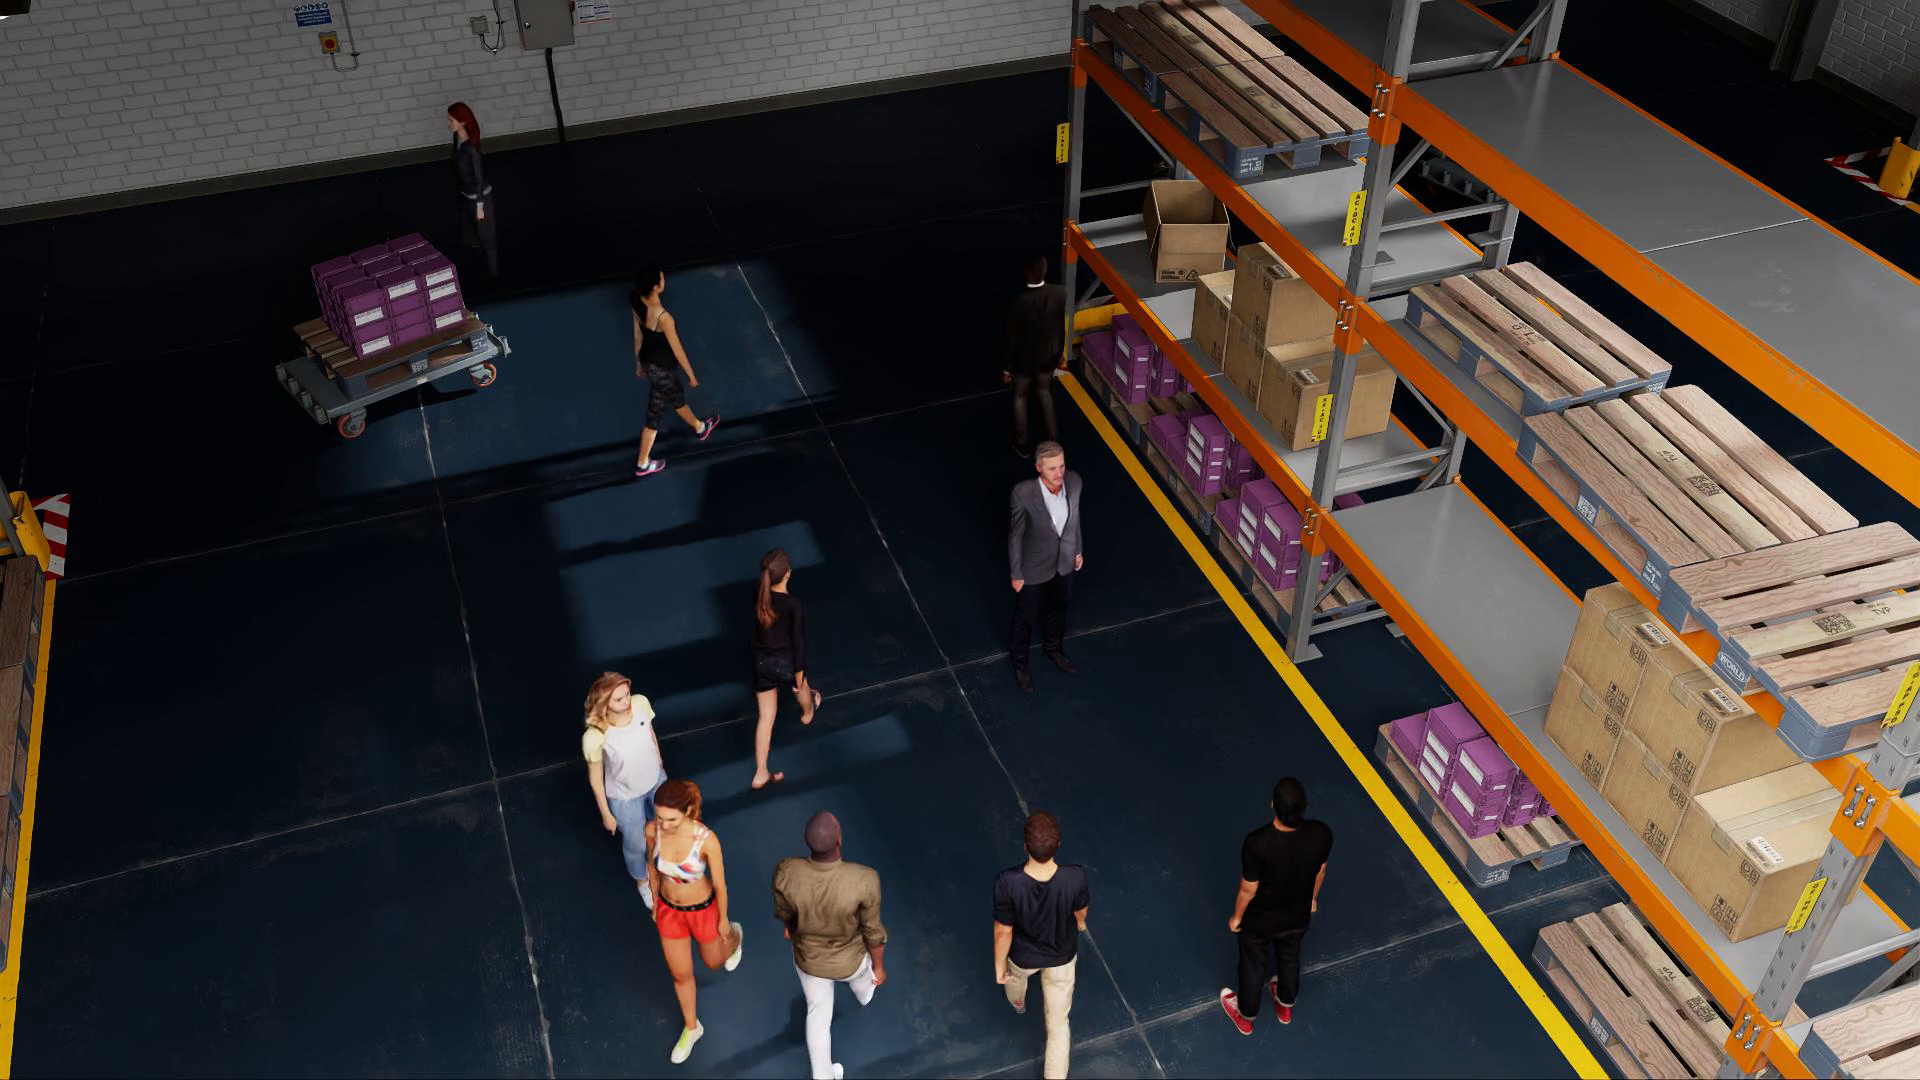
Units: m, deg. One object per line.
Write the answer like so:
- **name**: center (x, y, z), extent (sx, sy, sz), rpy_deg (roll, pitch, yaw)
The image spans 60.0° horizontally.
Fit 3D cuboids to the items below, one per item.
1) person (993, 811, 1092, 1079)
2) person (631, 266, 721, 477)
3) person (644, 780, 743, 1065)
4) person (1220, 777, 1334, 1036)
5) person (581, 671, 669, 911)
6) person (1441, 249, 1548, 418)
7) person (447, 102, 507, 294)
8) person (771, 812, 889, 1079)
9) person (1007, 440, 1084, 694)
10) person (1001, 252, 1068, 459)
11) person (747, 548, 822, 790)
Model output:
- **person**: center (0.419, 2.091, 8.128), extent (0.906, 1.812, 1.262), rpy_deg (-1, 39, -1)
- **person**: center (-2.308, -1.211, 12.356), extent (0.952, 1.695, 1.097), rpy_deg (-32, 48, -33)
- **person**: center (-1.345, 1.837, 8.479), extent (0.955, 1.770, 1.089), rpy_deg (9, 40, 11)
- **person**: center (1.603, 1.868, 8.453), extent (0.638, 1.755, 0.545), rpy_deg (-10, 40, -12)
- **person**: center (-1.841, 1.336, 9.150), extent (0.796, 1.716, 0.764), rpy_deg (30, 48, 32)
- **person**: center (4.225, -1.359, 12.547), extent (0.900, 1.687, 1.164), rpy_deg (-29, 47, -31)
- **person**: center (-4.155, -3.003, 14.537), extent (0.728, 1.774, 0.593), rpy_deg (-24, 45, -27)
- **person**: center (-0.649, 2.095, 8.144), extent (1.066, 1.786, 1.267), rpy_deg (5, 39, 6)
- **person**: center (0.544, 0.131, 10.558), extent (0.765, 1.842, 0.673), rpy_deg (-21, 43, -24)
- **person**: center (0.591, -1.307, 12.403), extent (0.683, 1.787, 0.850), rpy_deg (-14, 41, -16)
- **person**: center (-1.130, 0.808, 9.986), extent (0.995, 1.498, 1.177), rpy_deg (12, 40, 15)
